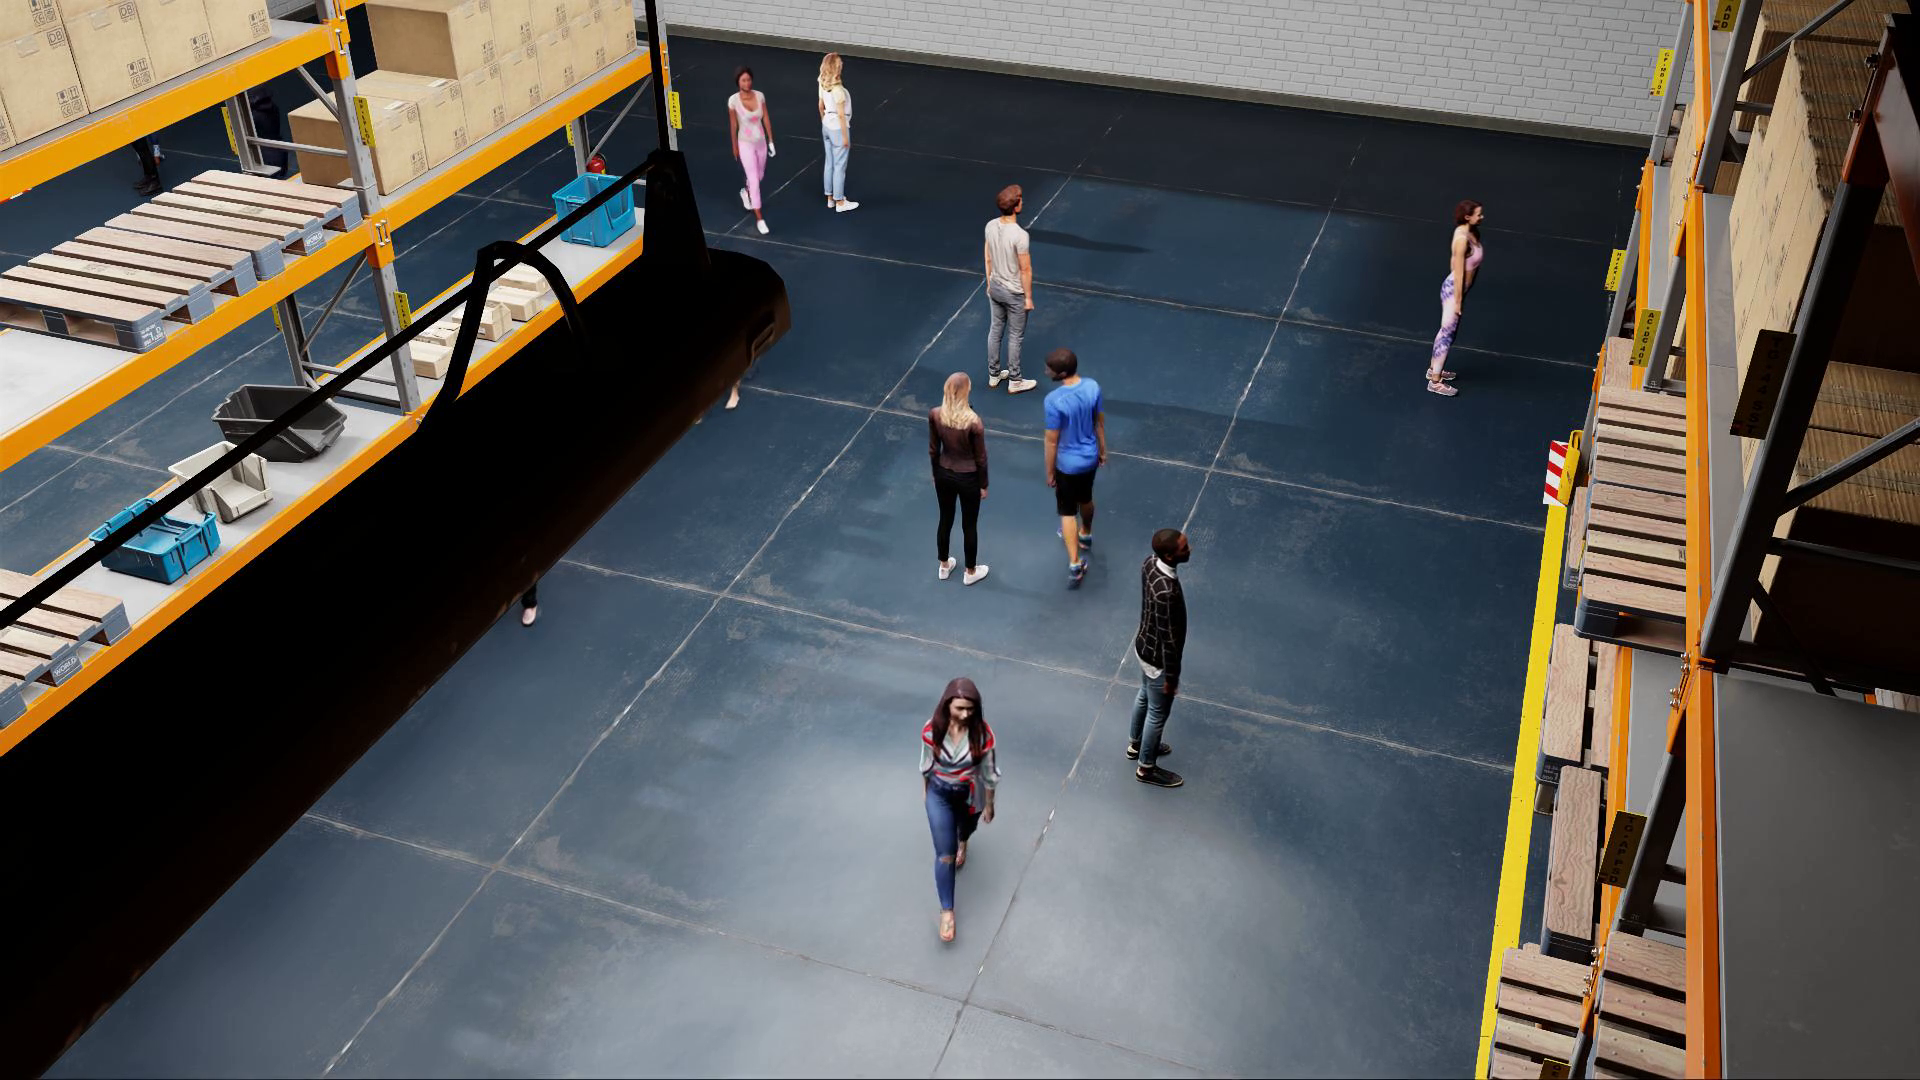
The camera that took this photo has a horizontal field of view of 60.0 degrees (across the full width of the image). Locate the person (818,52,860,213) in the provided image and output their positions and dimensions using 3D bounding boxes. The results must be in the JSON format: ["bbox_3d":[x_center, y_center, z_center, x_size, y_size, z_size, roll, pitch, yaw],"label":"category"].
[{"bbox_3d":[-1.355,-4.421,18.031,0.732,1.723,0.713,-21,39,-29],"label":"person"}]

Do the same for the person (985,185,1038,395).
[{"bbox_3d":[0.422,-2.186,14.509,0.736,1.899,0.698,27,42,34],"label":"person"}]

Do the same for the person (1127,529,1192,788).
[{"bbox_3d":[1.214,0.697,10.242,0.799,1.821,0.659,-3,34,-5],"label":"person"}]

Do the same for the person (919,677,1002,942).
[{"bbox_3d":[0.003,1.386,9.433,0.832,1.568,1.168,2,34,3],"label":"person"}]

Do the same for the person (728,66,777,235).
[{"bbox_3d":[-2.236,-4.195,17.701,1.108,1.711,1.117,-18,38,-25],"label":"person"}]

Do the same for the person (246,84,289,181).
[{"bbox_3d":[-7.248,-4.050,17.527,0.761,1.662,0.828,9,35,13],"label":"person"}]

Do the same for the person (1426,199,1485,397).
[{"bbox_3d":[4.348,-2.150,14.574,0.670,1.767,0.483,8,34,12],"label":"person"}]

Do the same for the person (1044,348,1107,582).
[{"bbox_3d":[0.829,-0.516,12.073,1.001,1.814,1.056,-9,35,-14],"label":"person"}]

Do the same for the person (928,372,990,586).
[{"bbox_3d":[-0.016,-0.441,12.059,0.632,1.704,0.541,16,37,23],"label":"person"}]
